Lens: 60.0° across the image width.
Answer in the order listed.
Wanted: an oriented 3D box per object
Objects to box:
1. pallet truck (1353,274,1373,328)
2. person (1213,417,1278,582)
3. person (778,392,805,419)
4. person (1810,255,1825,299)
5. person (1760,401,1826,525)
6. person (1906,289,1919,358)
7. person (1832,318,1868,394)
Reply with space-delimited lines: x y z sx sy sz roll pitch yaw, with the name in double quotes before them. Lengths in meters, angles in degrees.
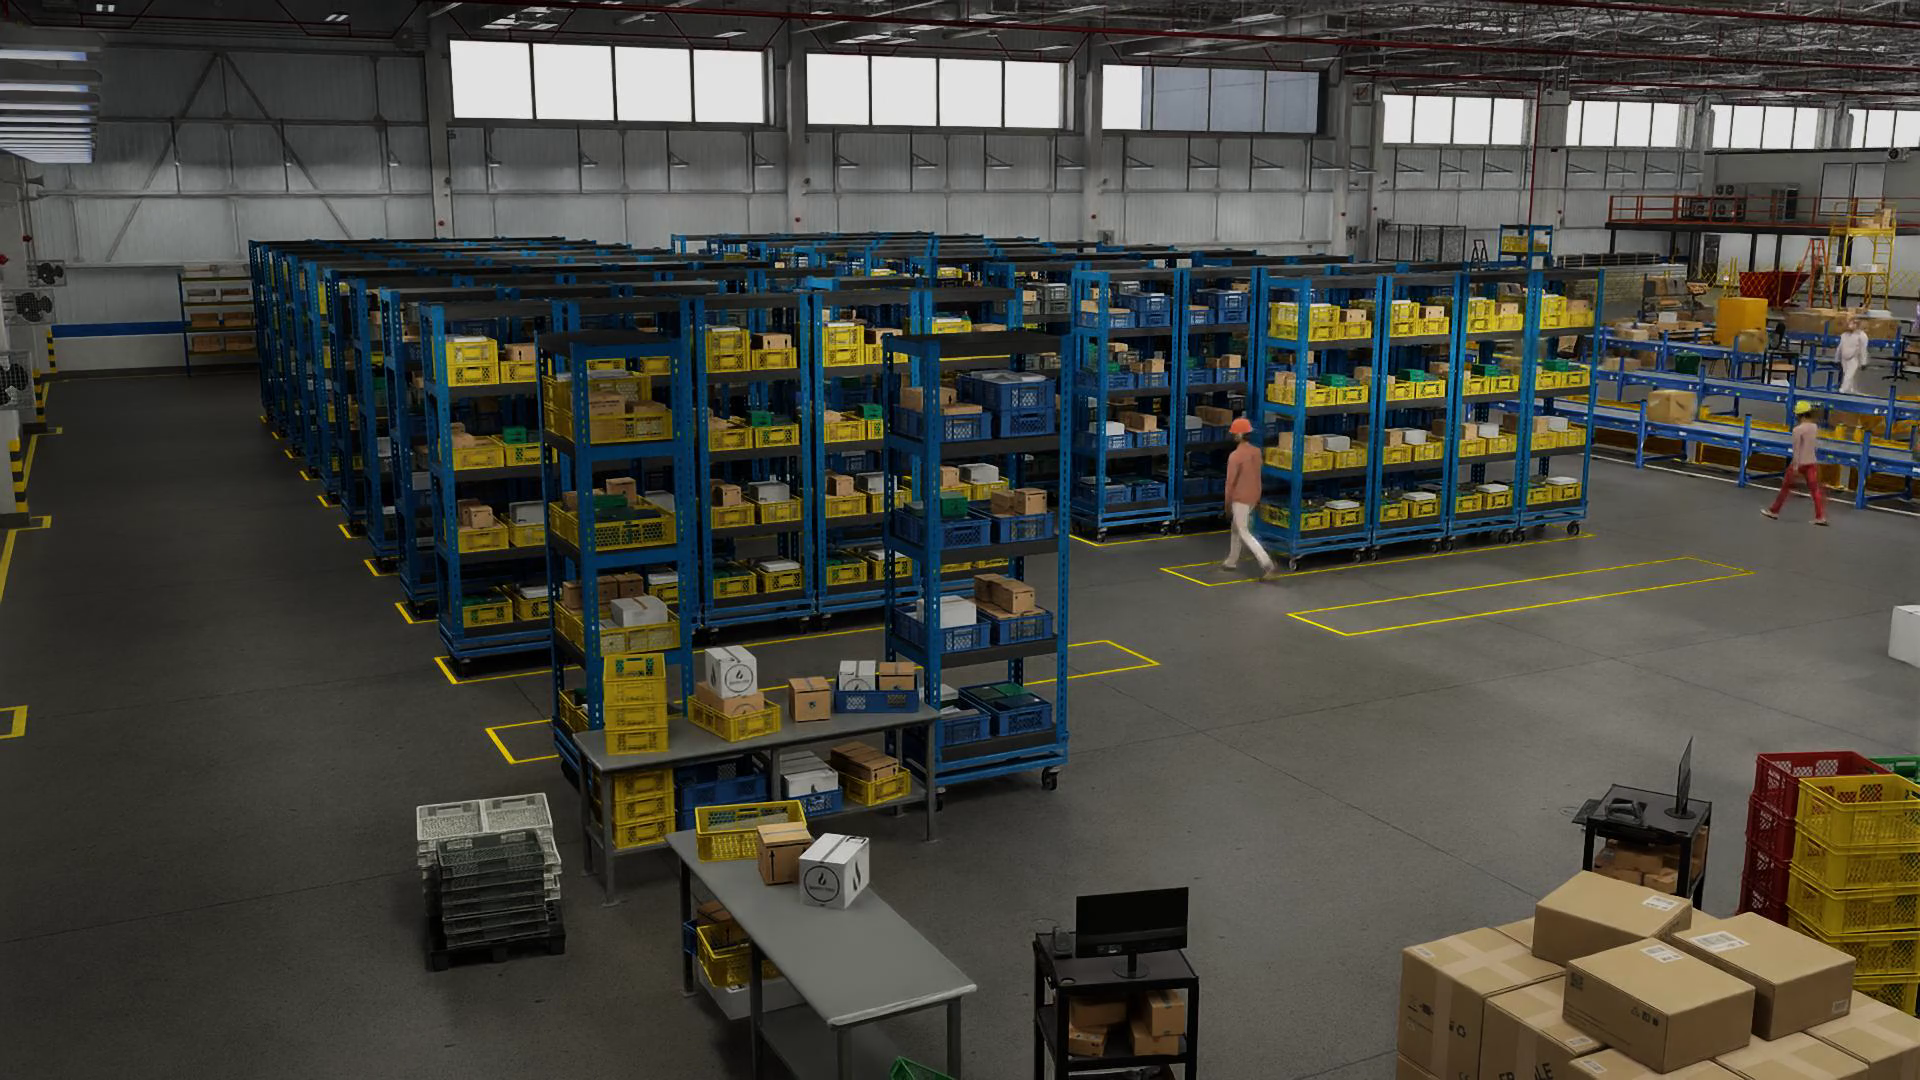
"pallet truck" 13.011 -8.050 55.243 0.823 1.965 1.885 -7 14 -28
"person" 3.464 -0.488 19.975 0.923 1.966 0.622 11 16 42
"person" -2.938 -2.440 29.514 0.577 1.789 1.006 -9 15 -36
"person" 35.913 -10.980 69.395 0.513 1.813 0.869 -8 14 -32
"person" 11.821 -1.088 23.348 0.538 1.718 0.925 -5 13 -24
"person" 25.925 -5.791 44.668 0.617 2.013 0.943 -5 13 -22
"person" 19.189 -3.860 35.981 0.988 1.854 0.669 -3 12 -15
